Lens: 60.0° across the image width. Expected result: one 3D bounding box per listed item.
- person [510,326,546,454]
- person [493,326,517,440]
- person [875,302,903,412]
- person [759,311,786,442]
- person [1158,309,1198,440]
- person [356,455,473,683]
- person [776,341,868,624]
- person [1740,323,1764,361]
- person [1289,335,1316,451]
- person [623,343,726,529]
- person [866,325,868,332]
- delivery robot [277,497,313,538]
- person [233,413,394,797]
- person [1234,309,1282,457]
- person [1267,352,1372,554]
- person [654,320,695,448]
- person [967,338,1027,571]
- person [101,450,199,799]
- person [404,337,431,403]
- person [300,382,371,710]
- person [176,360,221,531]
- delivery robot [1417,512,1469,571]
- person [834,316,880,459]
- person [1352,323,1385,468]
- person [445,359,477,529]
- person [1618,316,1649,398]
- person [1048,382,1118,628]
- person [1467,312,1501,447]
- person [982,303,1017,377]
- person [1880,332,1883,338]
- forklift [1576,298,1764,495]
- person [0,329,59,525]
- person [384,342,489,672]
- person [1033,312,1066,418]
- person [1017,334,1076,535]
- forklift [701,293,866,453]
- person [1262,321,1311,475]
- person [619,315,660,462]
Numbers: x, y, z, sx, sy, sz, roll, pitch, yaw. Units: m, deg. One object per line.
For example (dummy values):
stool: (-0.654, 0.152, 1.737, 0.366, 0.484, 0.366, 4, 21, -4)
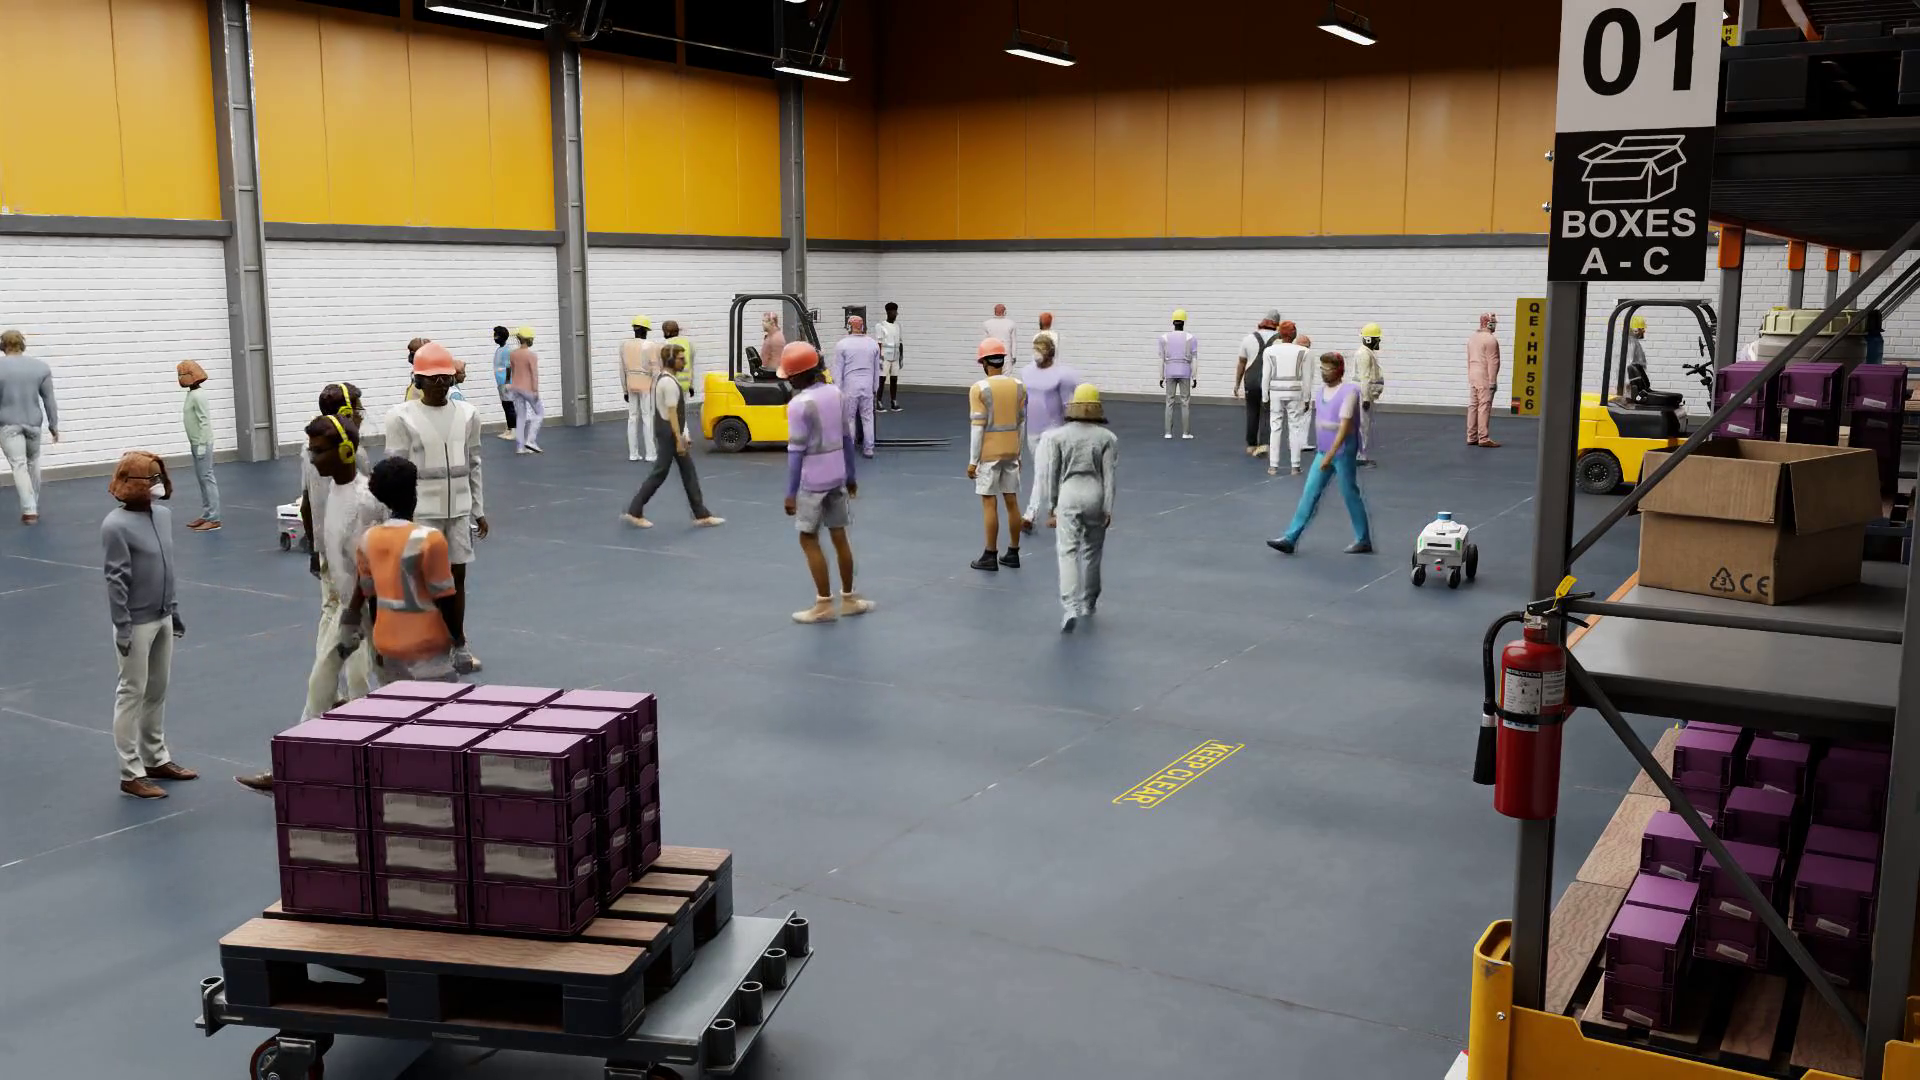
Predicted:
person: (-5.892, -2.032, 22.622, 0.527, 1.754, 0.374, 5, 10, 29)
person: (-6.731, -2.322, 24.615, 0.321, 1.691, 0.537, -6, 11, -31)
person: (-1.245, -3.246, 29.564, 0.603, 1.958, 0.389, -7, 12, -39)
person: (-2.746, -2.385, 24.329, 0.399, 1.909, 0.650, -2, 9, -9)
person: (3.230, -2.446, 24.639, 0.585, 1.927, 0.366, 2, 9, 14)
person: (-2.416, 0.458, 7.307, 0.545, 1.667, 0.661, 7, 12, 38)
person: (-0.963, -0.410, 11.764, 0.371, 2.002, 0.790, 6, 11, 31)
person: (10.404, -1.905, 21.535, 0.627, 1.844, 0.429, 3, 10, 18)
person: (4.736, -2.040, 23.093, 0.406, 1.605, 0.598, -5, 10, -28)
person: (-2.799, -0.990, 15.969, 0.971, 1.802, 0.529, -1, 9, -8)
person: (-1.520, -2.513, 25.578, 0.524, 1.764, 0.323, -7, 12, -38)
delivery robot: (-5.744, -0.239, 14.846, 0.477, 0.478, 0.707, 3, 10, 19)
person: (-2.864, 0.330, 7.660, 0.978, 1.814, 0.532, -8, 12, -41)
person: (4.076, -2.144, 22.405, 0.752, 2.000, 0.856, 3, 10, 18)
person: (3.211, -0.738, 14.454, 0.983, 1.784, 0.568, -4, 10, -26)
person: (-3.918, -2.087, 22.702, 0.461, 1.826, 0.646, 8, 12, 42)
person: (0.285, -0.706, 13.785, 0.542, 1.927, 0.382, -6, 11, -34)
person: (-3.842, 0.388, 7.868, 0.279, 1.632, 0.502, 1, 9, 5)
person: (-5.239, -1.071, 16.375, 0.430, 1.835, 0.622, -4, 10, -25)
person: (-3.375, 0.073, 9.114, 0.533, 1.864, 0.311, 5, 10, 30)
person: (-7.287, -0.901, 15.912, 0.289, 1.633, 0.501, -6, 11, -32)
delivery robot: (3.848, 0.018, 13.239, 0.477, 0.478, 0.707, 3, 10, 21)
person: (-1.376, -2.011, 22.022, 0.652, 1.904, 0.399, -5, 10, -28)
person: (5.180, -1.837, 21.137, 0.403, 1.830, 0.601, 2, 9, 13)
person: (-4.858, -0.916, 15.997, 0.311, 1.636, 0.521, -5, 10, -29)
person: (10.118, -2.480, 25.201, 0.600, 1.816, 0.612, 3, 10, 20)
person: (0.850, -0.250, 11.634, 0.492, 1.702, 0.883, 1, 9, 9)
person: (7.452, -2.270, 23.608, 0.400, 1.910, 0.643, -2, 9, -11)
person: (0.735, -3.406, 30.699, 0.643, 1.909, 0.399, 1, 9, 6)
person: (13.185, -2.420, 24.460, 0.627, 1.935, 0.371, 3, 9, 15)
forklift: (7.954, -1.589, 18.462, 2.313, 2.155, 1.214, 5, 11, 30)
person: (-9.361, -1.123, 16.477, 0.952, 1.896, 0.657, 9, 12, 43)
person: (-3.162, -0.179, 10.129, 0.615, 2.040, 0.391, -8, 12, -41)
person: (1.378, -2.599, 25.815, 0.583, 1.863, 0.752, -9, 12, -43)
person: (0.765, -1.004, 15.784, 0.638, 1.885, 1.027, 9, 13, 43)
forklift: (-2.458, -2.344, 23.176, 2.313, 2.155, 1.214, 0, 9, -2)
person: (3.983, -1.733, 20.335, 0.583, 1.879, 0.338, 2, 9, 10)
person: (-4.157, -1.973, 21.719, 0.584, 1.917, 0.383, 4, 10, 23)
